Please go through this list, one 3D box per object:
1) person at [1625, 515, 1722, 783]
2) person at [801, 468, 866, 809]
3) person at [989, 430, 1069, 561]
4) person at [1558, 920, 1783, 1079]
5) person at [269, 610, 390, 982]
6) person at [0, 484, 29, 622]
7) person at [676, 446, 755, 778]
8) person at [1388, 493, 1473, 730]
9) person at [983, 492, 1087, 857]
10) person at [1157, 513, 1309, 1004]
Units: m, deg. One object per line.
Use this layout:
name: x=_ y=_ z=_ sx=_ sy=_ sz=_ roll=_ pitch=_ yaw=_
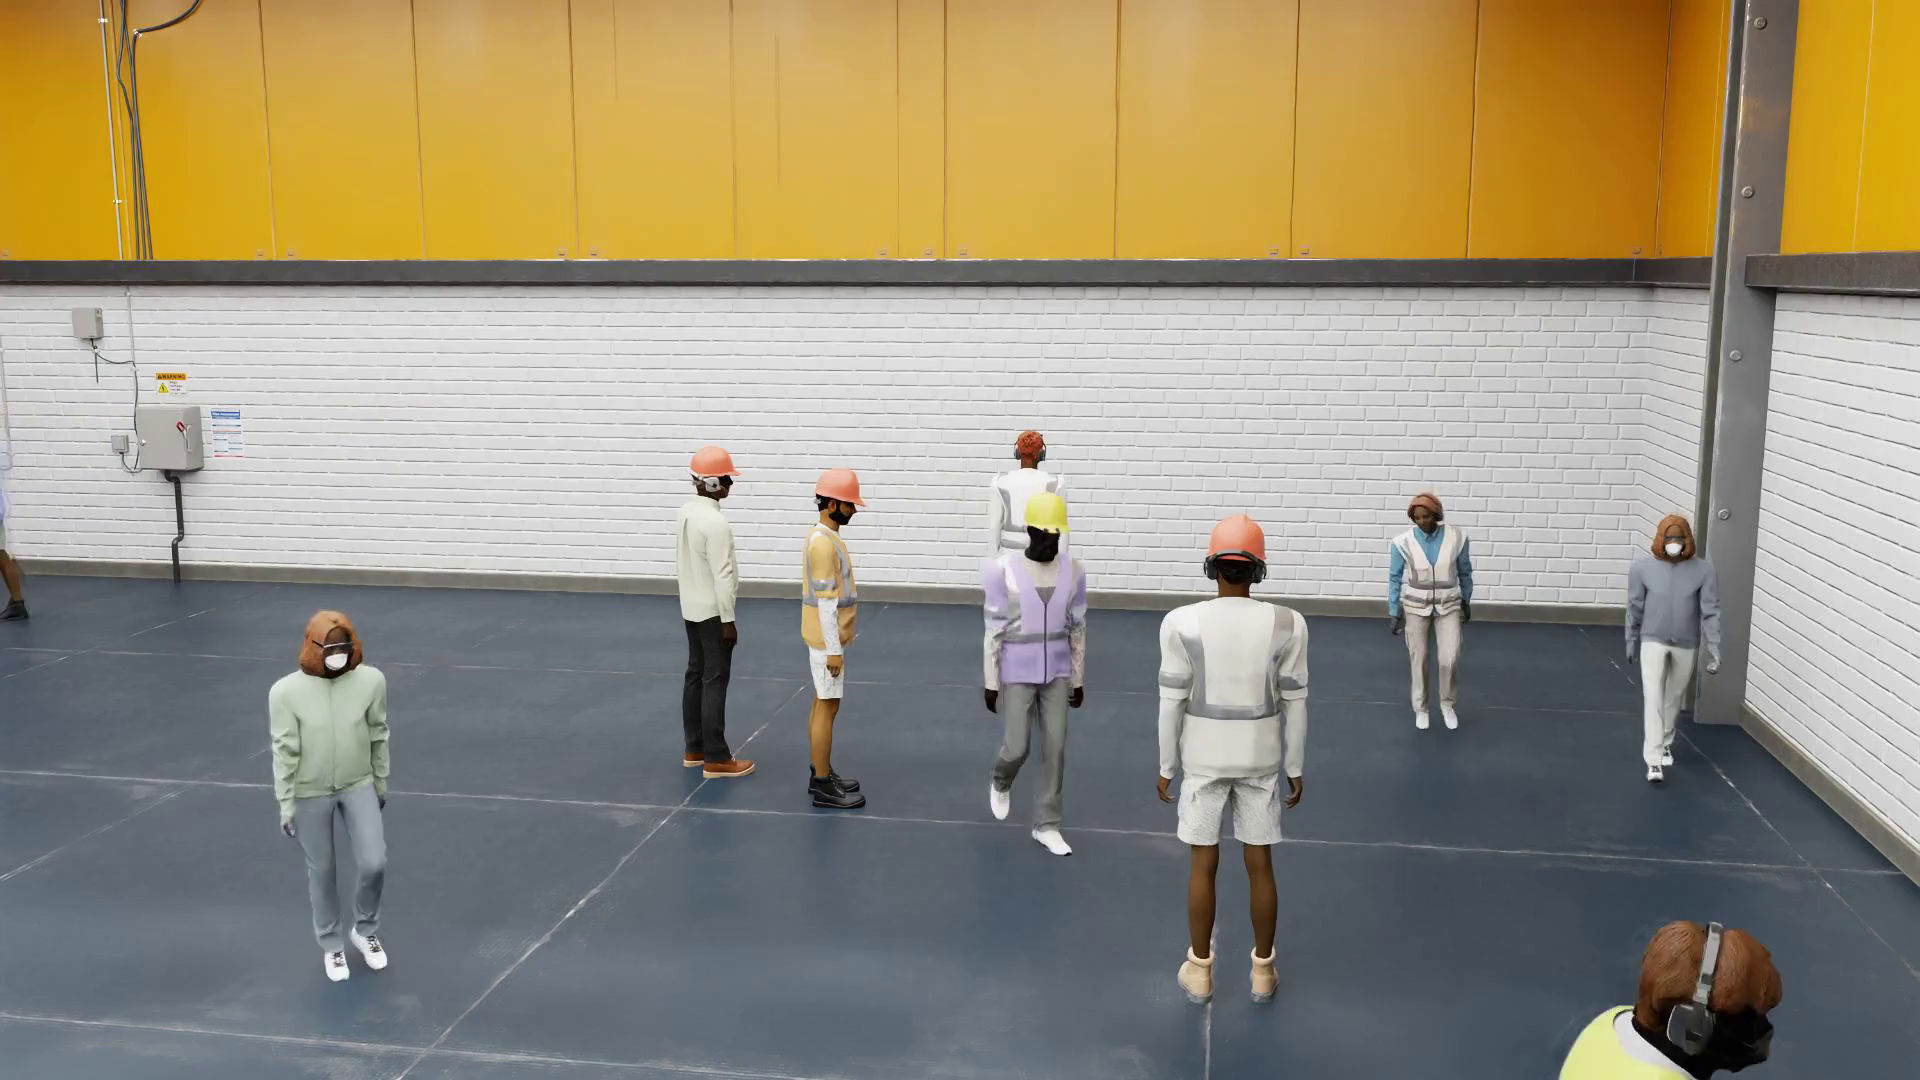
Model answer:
person: x=4.249 y=0.639 z=9.936 sx=0.517 sy=1.584 sz=0.857 roll=3 pitch=10 yaw=15
person: x=-0.713 y=0.550 z=9.449 sx=0.374 sy=1.928 sz=0.543 roll=-1 pitch=9 yaw=-7
person: x=0.502 y=0.142 z=12.101 sx=0.584 sy=1.882 sz=0.337 roll=1 pitch=9 yaw=7
person: x=1.396 y=1.610 z=3.260 sx=0.574 sy=1.816 sz=0.621 roll=1 pitch=9 yaw=8
person: x=-2.659 y=1.090 z=7.074 sx=0.497 sy=1.616 sz=0.379 roll=-6 pitch=11 yaw=-31
person: x=-8.475 y=-0.210 z=14.208 sx=0.846 sy=1.905 sz=0.559 roll=-3 pitch=10 yaw=-18
person: x=-1.493 y=0.425 z=10.014 sx=0.388 sy=1.992 sz=0.625 roll=-6 pitch=11 yaw=-31
person: x=3.074 y=0.476 z=10.888 sx=0.540 sy=1.601 sz=0.498 roll=2 pitch=9 yaw=12
person: x=0.374 y=0.674 z=8.746 sx=0.593 sy=1.904 sz=0.611 roll=-4 pitch=10 yaw=-21
person: x=1.121 y=0.905 z=6.910 sx=0.615 sy=2.040 sz=0.391 roll=0 pitch=9 yaw=2
